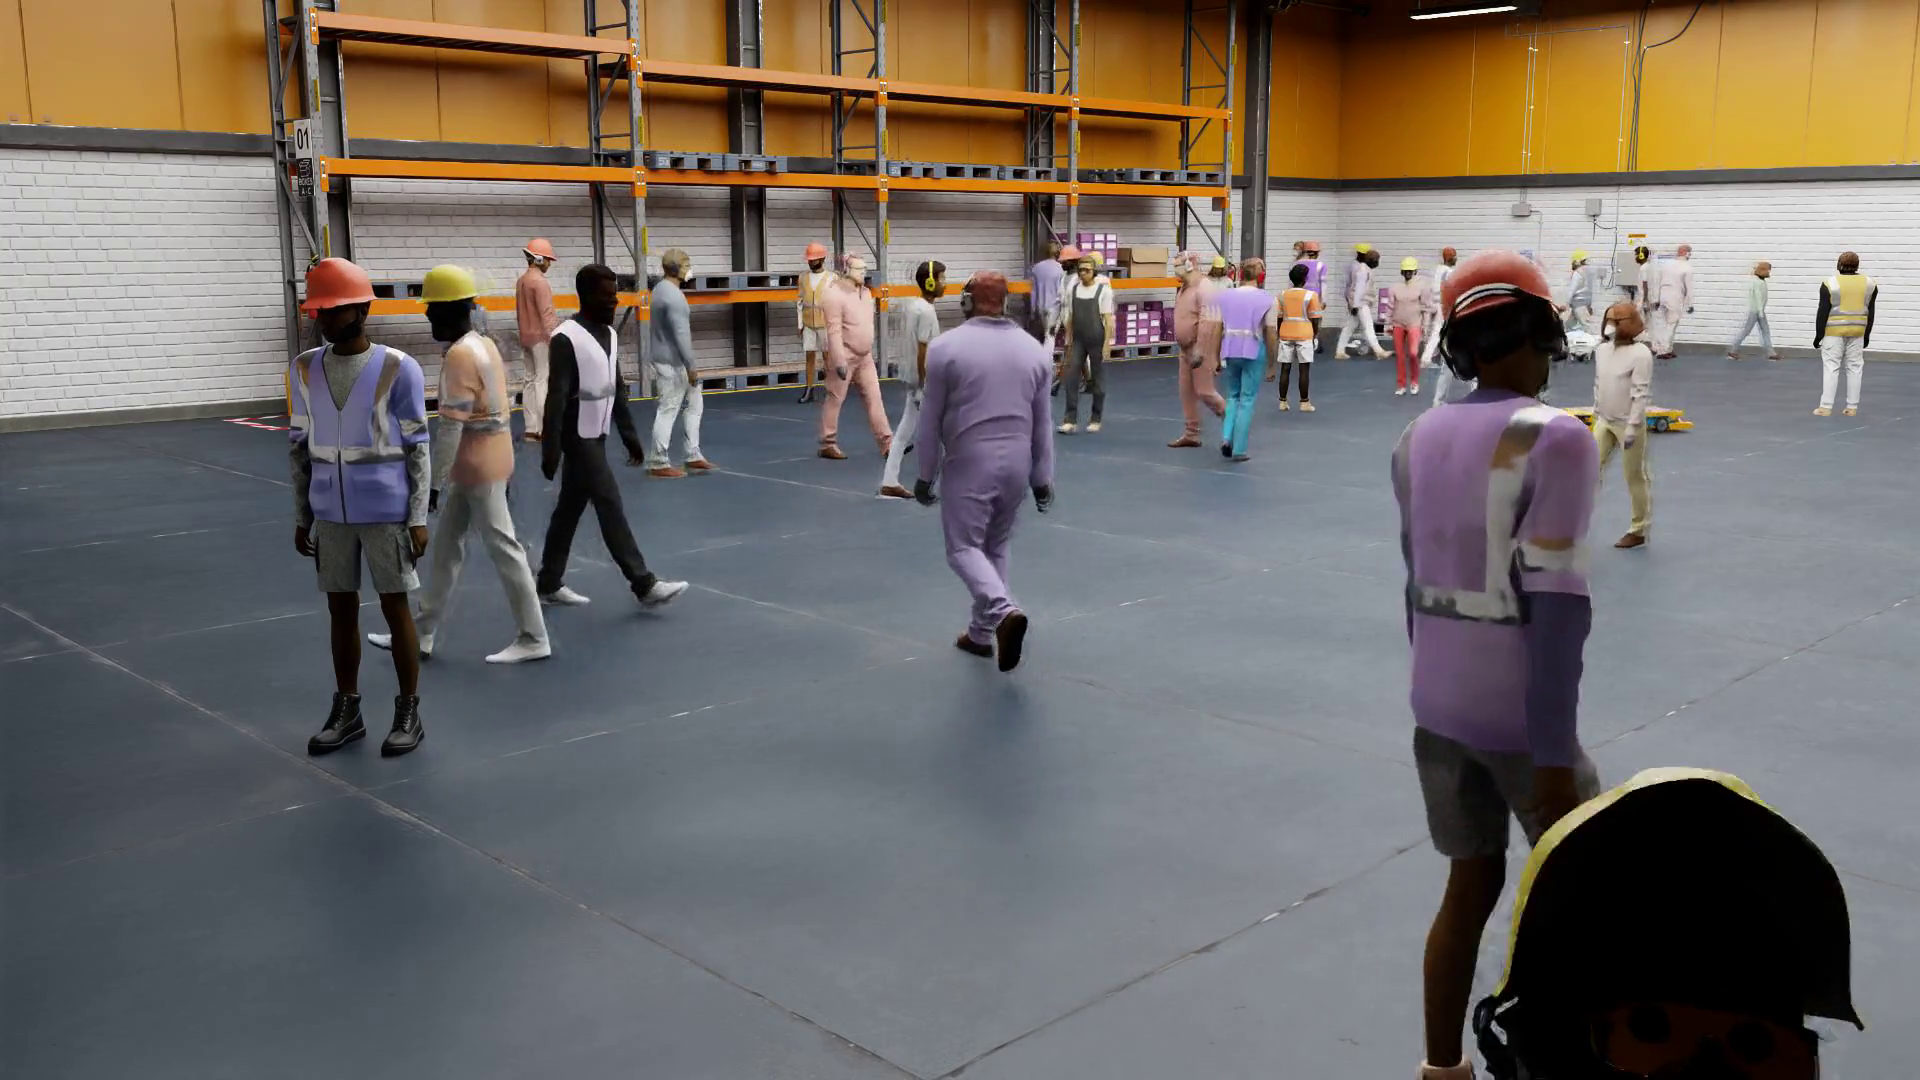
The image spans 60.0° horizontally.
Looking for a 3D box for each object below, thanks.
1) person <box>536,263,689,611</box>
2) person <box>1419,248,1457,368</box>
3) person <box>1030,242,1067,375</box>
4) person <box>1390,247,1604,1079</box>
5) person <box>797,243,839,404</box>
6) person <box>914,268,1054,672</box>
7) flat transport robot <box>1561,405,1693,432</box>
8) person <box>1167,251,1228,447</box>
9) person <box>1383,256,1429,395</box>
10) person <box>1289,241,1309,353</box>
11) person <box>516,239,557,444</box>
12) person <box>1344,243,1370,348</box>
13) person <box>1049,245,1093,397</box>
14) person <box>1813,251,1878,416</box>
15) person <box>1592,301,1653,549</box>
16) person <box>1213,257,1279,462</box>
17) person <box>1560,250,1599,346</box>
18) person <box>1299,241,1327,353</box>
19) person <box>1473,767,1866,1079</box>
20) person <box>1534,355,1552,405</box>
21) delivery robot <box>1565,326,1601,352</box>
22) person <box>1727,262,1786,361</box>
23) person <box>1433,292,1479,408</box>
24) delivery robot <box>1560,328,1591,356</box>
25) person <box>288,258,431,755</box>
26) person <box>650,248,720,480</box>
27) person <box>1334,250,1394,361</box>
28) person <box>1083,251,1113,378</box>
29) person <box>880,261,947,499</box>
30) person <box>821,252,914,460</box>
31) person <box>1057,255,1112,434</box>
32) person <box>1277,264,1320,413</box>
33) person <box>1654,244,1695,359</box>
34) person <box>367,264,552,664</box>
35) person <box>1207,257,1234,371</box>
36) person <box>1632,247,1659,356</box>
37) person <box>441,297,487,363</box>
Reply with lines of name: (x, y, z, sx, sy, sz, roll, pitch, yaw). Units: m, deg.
person: (-1.904, -0.538, 8.950, 0.982, 1.861, 0.608, 2, 11, 9)
person: (7.464, -3.537, 25.418, 0.962, 1.828, 0.590, -1, 10, -8)
person: (1.391, -3.333, 24.047, 0.666, 1.917, 0.714, 10, 14, 43)
person: (1.178, 0.371, 3.650, 0.438, 1.990, 0.684, -4, 11, -23)
person: (-1.711, -2.595, 19.993, 0.542, 1.931, 0.375, 3, 11, 17)
person: (0.163, -0.318, 7.742, 0.649, 1.872, 0.817, -6, 12, -29)
flat transport robot: (6.797, -1.259, 17.238, 1.431, 0.197, 0.652, -4, 11, -19)
person: (2.322, -1.801, 15.817, 0.626, 1.879, 0.664, -3, 11, -18)
person: (5.633, -2.695, 21.020, 0.538, 1.750, 0.438, 6, 12, 28)
person: (5.795, -4.188, 28.686, 0.477, 1.923, 0.647, -4, 11, -22)
person: (-4.093, -1.930, 16.221, 0.393, 1.985, 0.611, -8, 13, -38)
person: (7.134, -4.381, 29.867, 0.496, 1.889, 0.626, 6, 12, 28)
person: (1.347, -2.747, 20.938, 0.979, 1.883, 0.575, -6, 12, -31)
person: (9.881, -2.299, 18.625, 0.619, 1.845, 0.430, 1, 10, 4)
person: (4.124, -0.716, 10.628, 0.802, 1.593, 0.526, -4, 11, -21)
person: (2.553, -1.602, 14.857, 0.580, 1.820, 0.449, 7, 12, 33)
person: (10.417, -3.972, 27.927, 0.908, 1.783, 0.573, 7, 13, 35)
person: (6.025, -4.126, 28.379, 0.571, 1.913, 0.780, 6, 12, 28)
person: (0.364, 1.001, 1.018, 0.935, 1.686, 0.555, -9, 14, -42)
person: (4.285, -1.159, 12.834, 0.375, 1.680, 0.545, -7, 13, -35)
delivery robot: (9.983, -3.221, 26.907, 0.707, 0.478, 0.477, 6, 12, 31)
person: (12.910, -3.694, 26.923, 0.865, 1.591, 0.518, 8, 13, 36)
person: (5.464, -2.160, 18.019, 0.626, 1.798, 0.969, -2, 11, -11)
delivery robot: (9.732, -3.122, 26.368, 0.477, 0.478, 0.707, 0, 10, 2)
person: (-2.336, -0.114, 6.449, 0.551, 1.934, 0.373, 1, 10, 6)
person: (-2.268, -1.449, 13.800, 0.770, 1.912, 0.647, -3, 11, -17)
person: (6.576, -3.797, 26.962, 1.006, 1.764, 0.721, 4, 11, 19)
person: (1.839, -3.039, 22.785, 0.619, 1.791, 0.844, 6, 12, 28)
person: (-0.192, -1.215, 12.759, 0.954, 1.820, 0.542, -2, 11, -13)
person: (-0.893, -1.617, 14.838, 0.972, 1.856, 0.678, 8, 13, 36)
person: (1.266, -1.963, 16.844, 0.536, 1.812, 0.828, 5, 12, 27)
person: (3.859, -2.302, 19.038, 0.535, 1.697, 0.318, 7, 12, 33)
person: (11.756, -3.895, 27.257, 0.678, 1.865, 0.670, -4, 11, -19)
person: (-2.389, -0.324, 7.766, 0.944, 1.882, 0.594, -2, 11, -13)
person: (3.823, -3.367, 24.848, 0.502, 1.691, 0.906, 2, 11, 10)
person: (11.477, -3.999, 27.934, 0.667, 1.825, 0.571, 7, 13, 34)
person: (-4.878, -1.767, 16.326, 0.533, 1.620, 0.347, 3, 11, 15)
